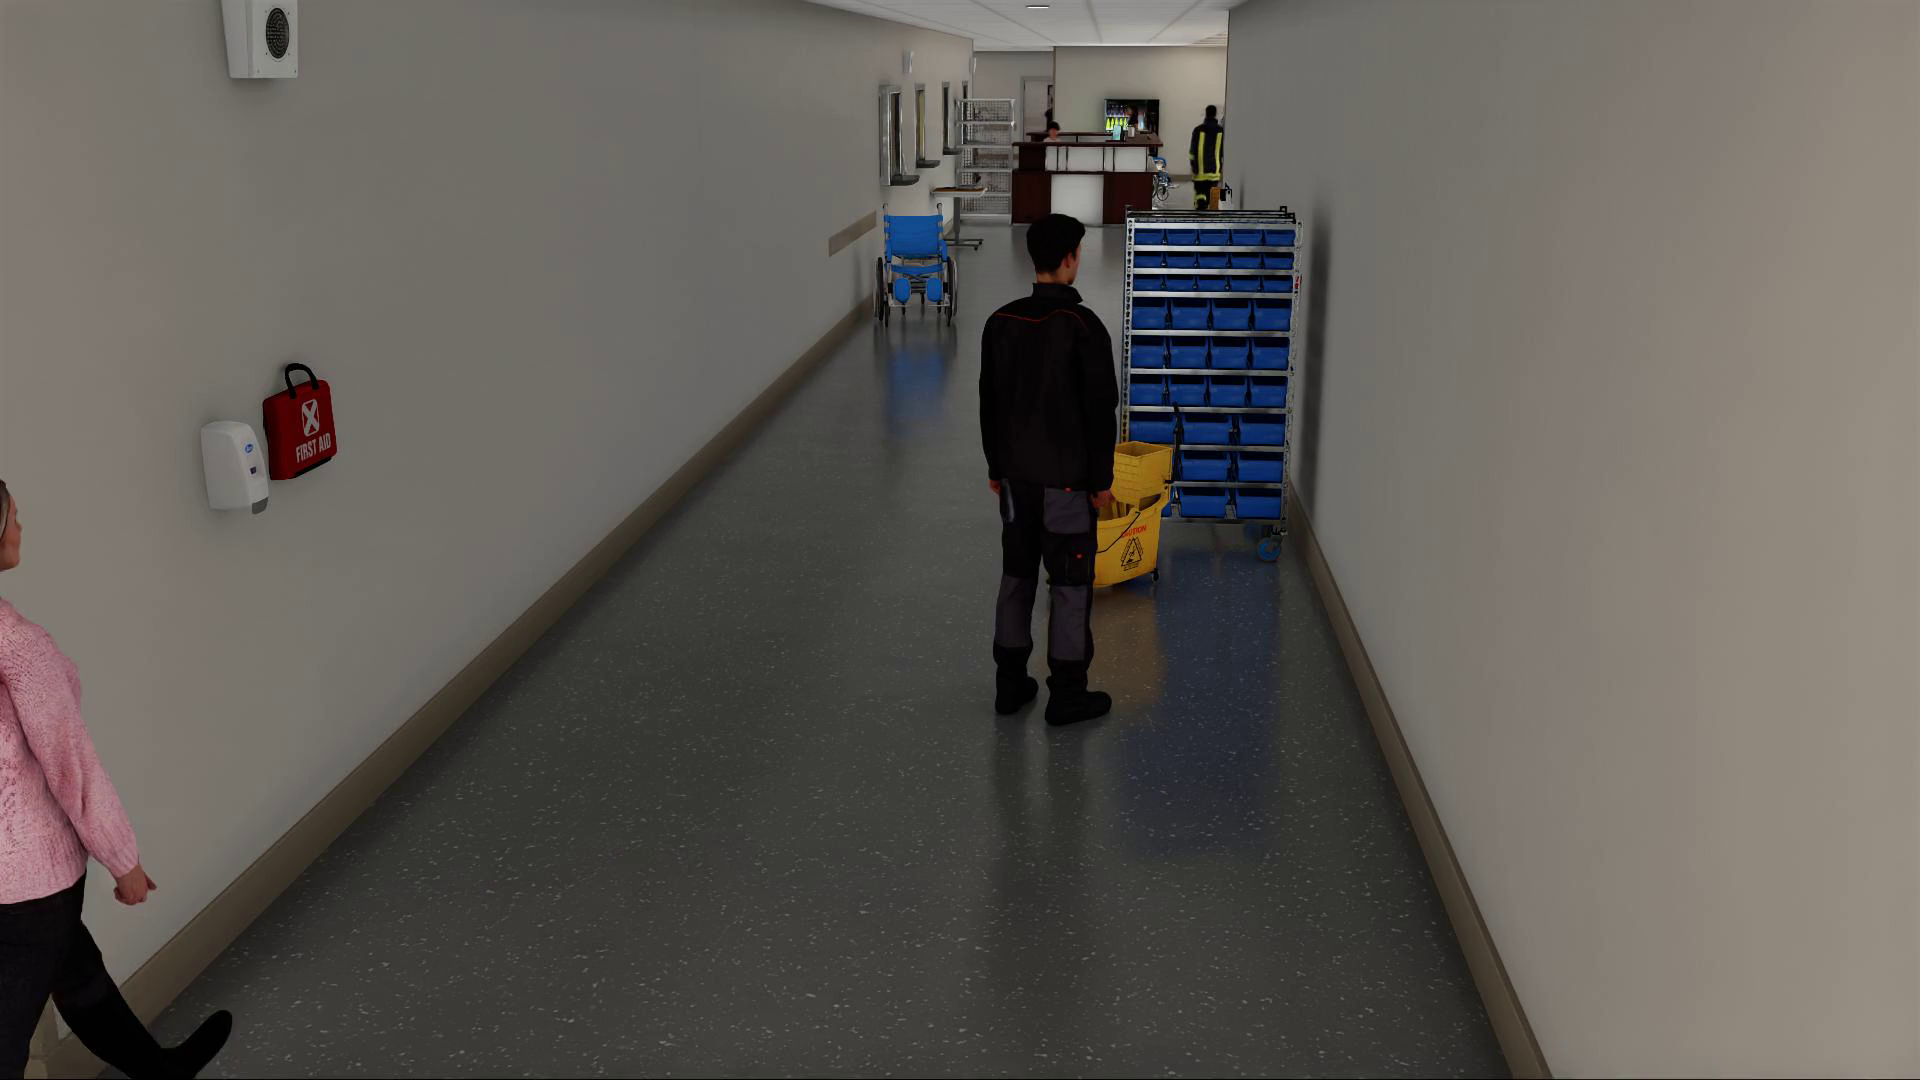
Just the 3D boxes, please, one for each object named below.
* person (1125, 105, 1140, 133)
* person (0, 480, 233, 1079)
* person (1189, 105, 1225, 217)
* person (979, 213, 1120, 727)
[{"bbox_3d":[3.599,-7.926,33.890,1.197,1.740,0.738,-1,16,-4],"label":"person"},{"bbox_3d":[-2.023,0.722,3.392,1.093,1.644,0.958,8,18,26],"label":"person"},{"bbox_3d":[4.053,-6.133,27.214,0.684,1.912,0.857,1,16,3],"label":"person"},{"bbox_3d":[0.329,-0.269,6.353,0.726,1.944,0.857,10,19,32],"label":"person"}]
